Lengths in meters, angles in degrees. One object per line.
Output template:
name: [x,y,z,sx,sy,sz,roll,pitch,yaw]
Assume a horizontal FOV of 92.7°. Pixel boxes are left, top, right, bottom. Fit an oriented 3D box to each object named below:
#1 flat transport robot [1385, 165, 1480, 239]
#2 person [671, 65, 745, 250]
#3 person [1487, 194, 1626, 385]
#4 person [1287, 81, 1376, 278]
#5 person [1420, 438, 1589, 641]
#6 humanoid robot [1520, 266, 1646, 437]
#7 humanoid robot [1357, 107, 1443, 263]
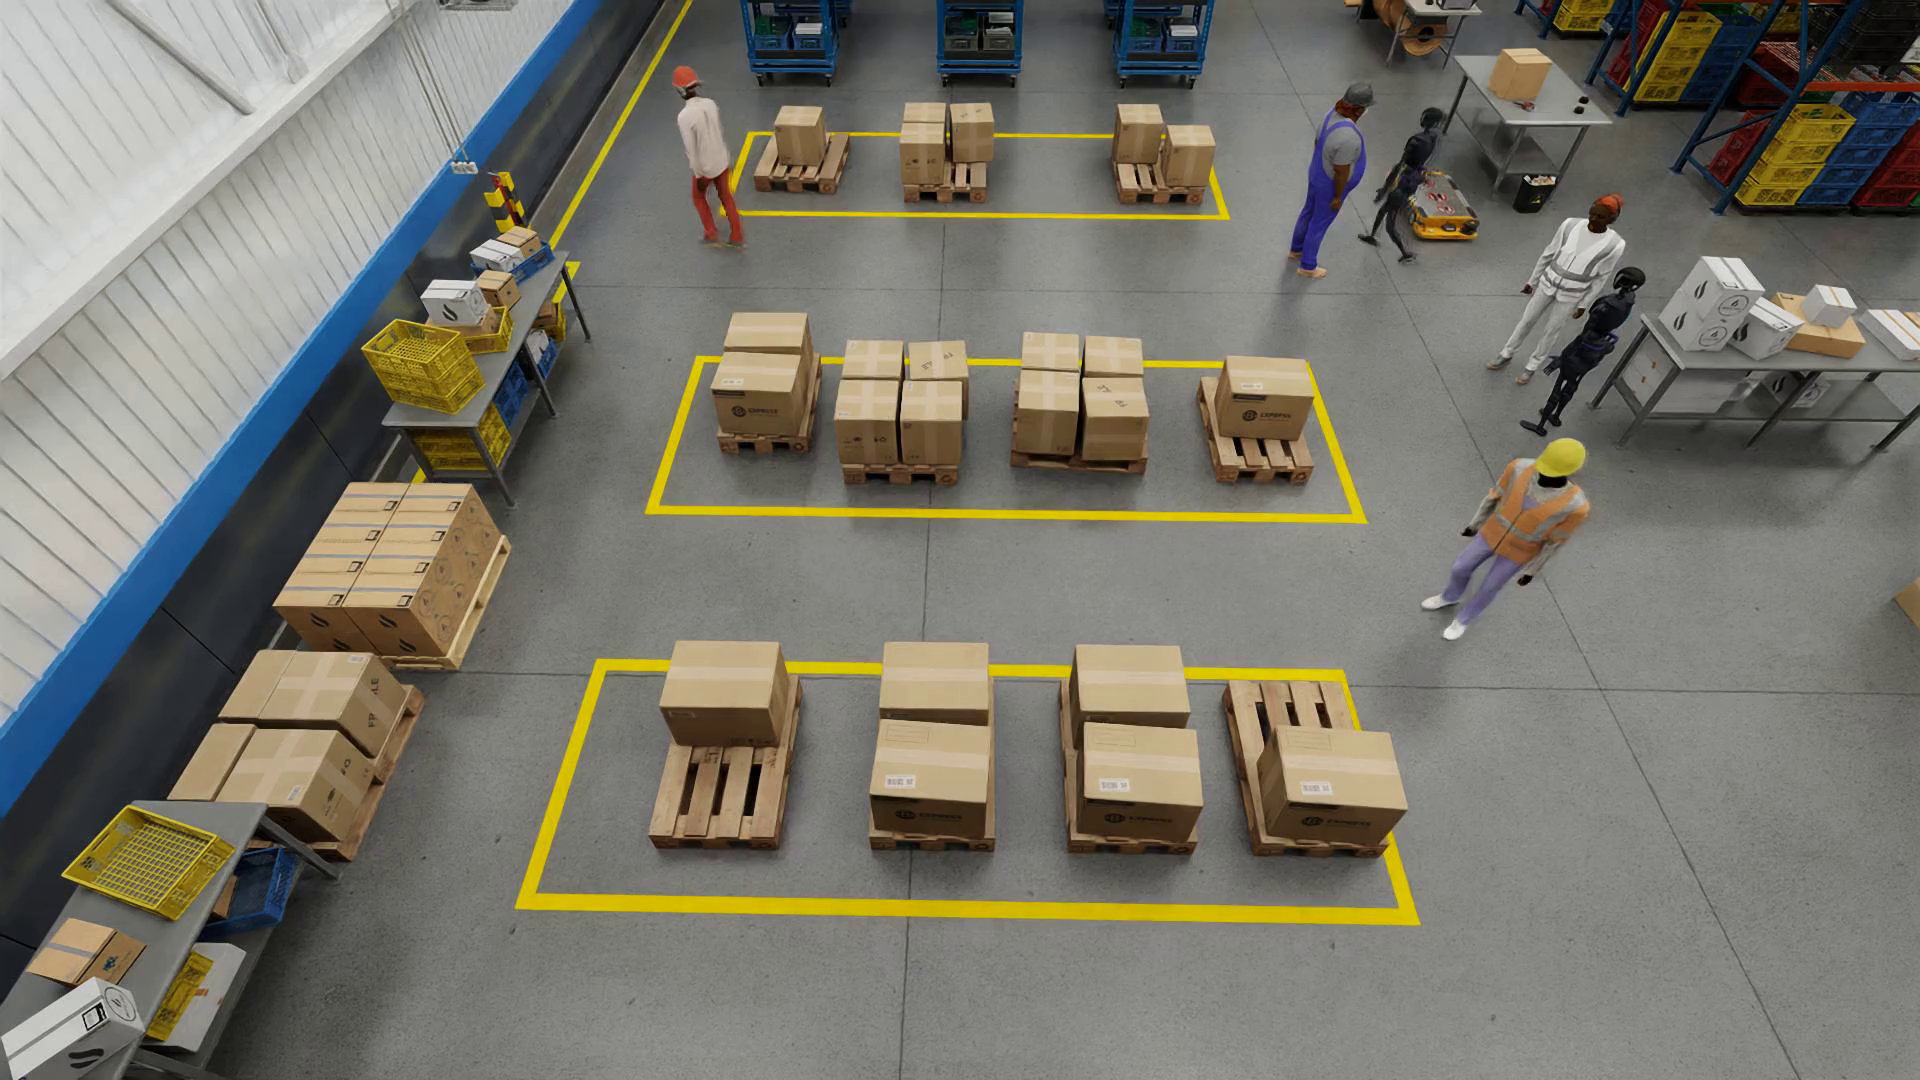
flat transport robot: [5.692,-4.094,11.059,0.652,0.197,1.431,1,49,1]
person: [-2.776,-4.091,9.958,0.695,1.957,0.646,22,53,18]
person: [5.526,-2.295,8.451,0.345,1.882,0.583,-32,56,-25]
person: [3.929,-3.777,9.632,0.540,2.000,0.688,-3,49,-3]
person: [3.838,0.016,6.430,0.373,1.922,0.586,-25,54,-20]
humanoid robot: [5.451,-1.647,8.018,0.589,1.657,0.327,-25,54,-20]
humanoid robot: [4.868,-3.849,9.960,0.686,1.635,0.580,36,58,27]
